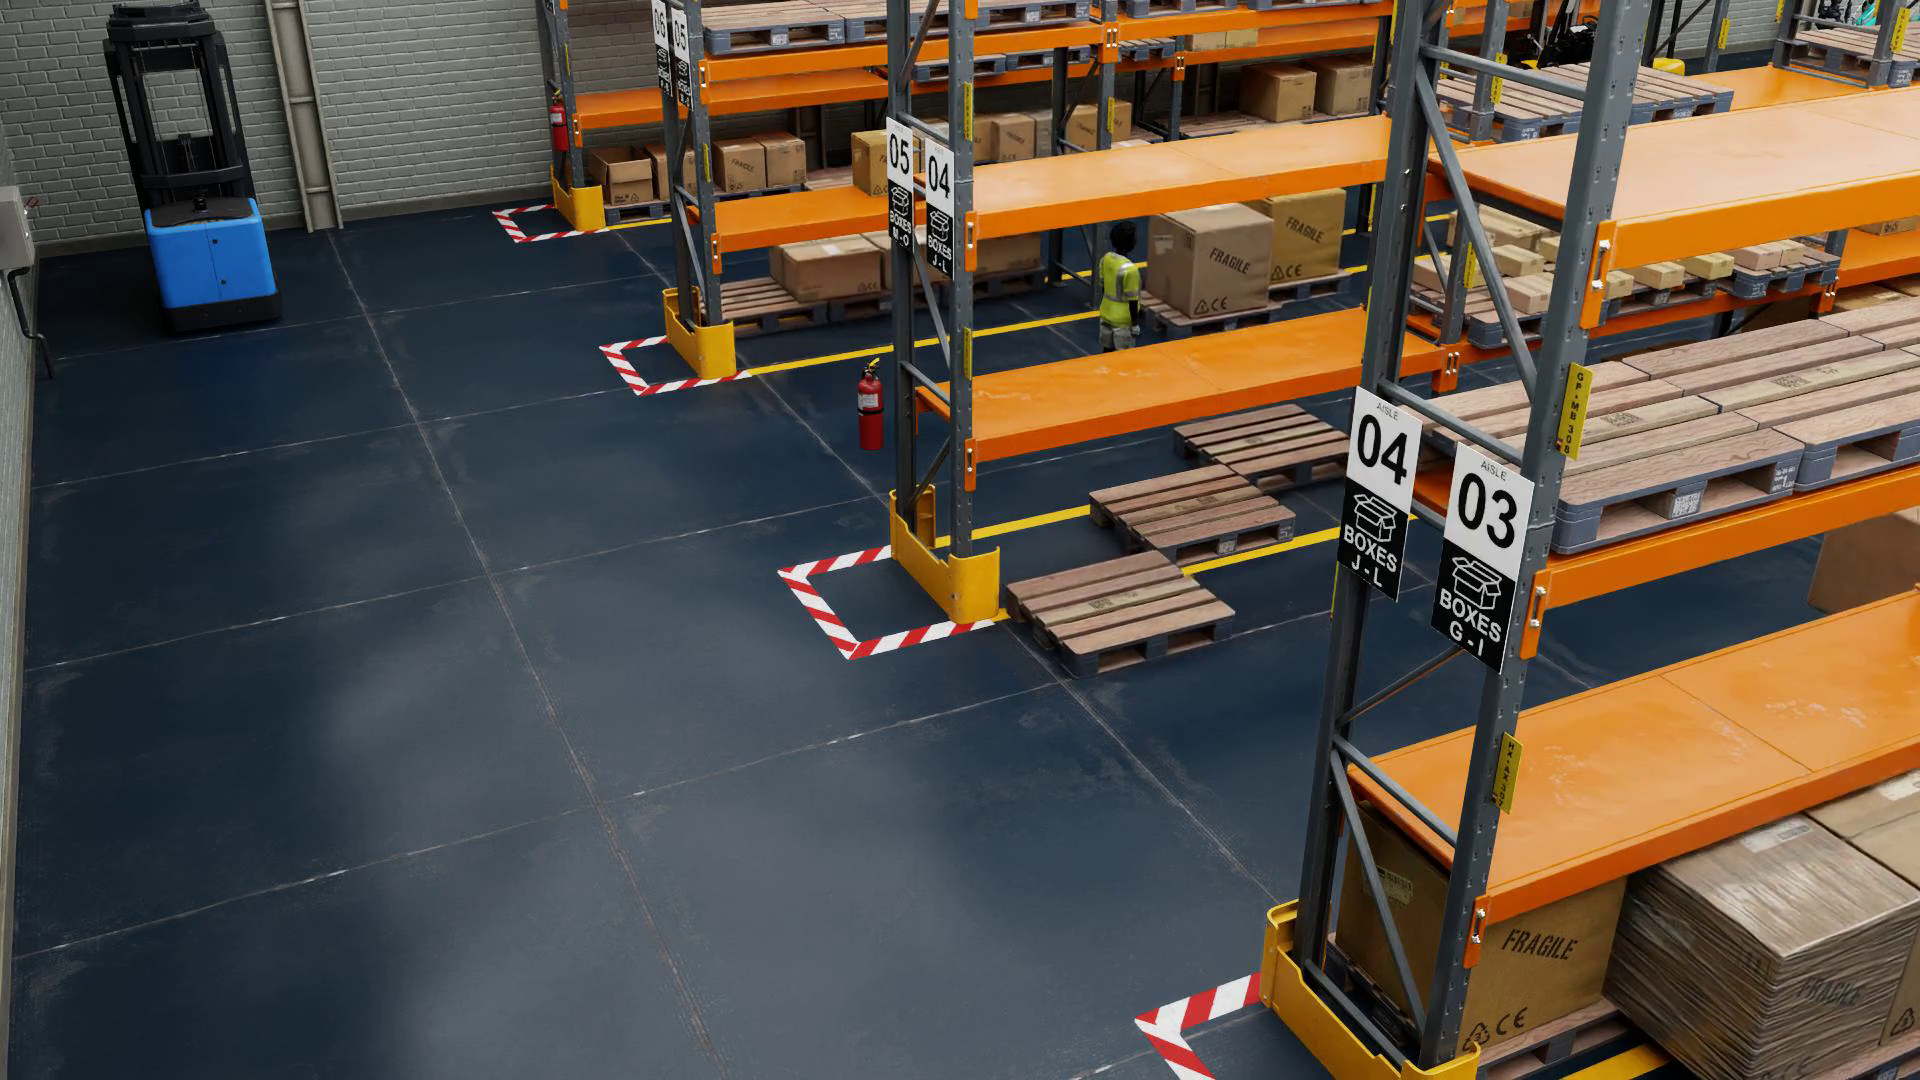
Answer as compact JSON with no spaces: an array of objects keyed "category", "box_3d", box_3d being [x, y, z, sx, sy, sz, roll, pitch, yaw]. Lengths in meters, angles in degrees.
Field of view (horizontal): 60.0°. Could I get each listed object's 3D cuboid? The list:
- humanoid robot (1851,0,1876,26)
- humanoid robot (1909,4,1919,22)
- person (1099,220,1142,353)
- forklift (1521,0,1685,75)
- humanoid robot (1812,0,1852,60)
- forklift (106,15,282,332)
[{"category":"humanoid robot","box_3d":[14.727,-8.647,26.923,0.735,1.677,0.533,-12,30,-22]},{"category":"humanoid robot","box_3d":[15.689,-8.580,26.990,0.819,1.803,0.536,-5,28,-10]},{"category":"person","box_3d":[1.366,-1.884,14.156,0.318,1.698,0.534,-13,30,-23]},{"category":"forklift","box_3d":[8.950,-6.807,23.056,1.214,2.155,2.313,-12,30,-22]},{"category":"humanoid robot","box_3d":[13.865,-8.303,26.458,0.315,1.657,0.599,-12,30,-22]},{"category":"forklift","box_3d":[-7.548,-3.672,16.323,1.129,2.768,1.873,-12,30,-22]}]
